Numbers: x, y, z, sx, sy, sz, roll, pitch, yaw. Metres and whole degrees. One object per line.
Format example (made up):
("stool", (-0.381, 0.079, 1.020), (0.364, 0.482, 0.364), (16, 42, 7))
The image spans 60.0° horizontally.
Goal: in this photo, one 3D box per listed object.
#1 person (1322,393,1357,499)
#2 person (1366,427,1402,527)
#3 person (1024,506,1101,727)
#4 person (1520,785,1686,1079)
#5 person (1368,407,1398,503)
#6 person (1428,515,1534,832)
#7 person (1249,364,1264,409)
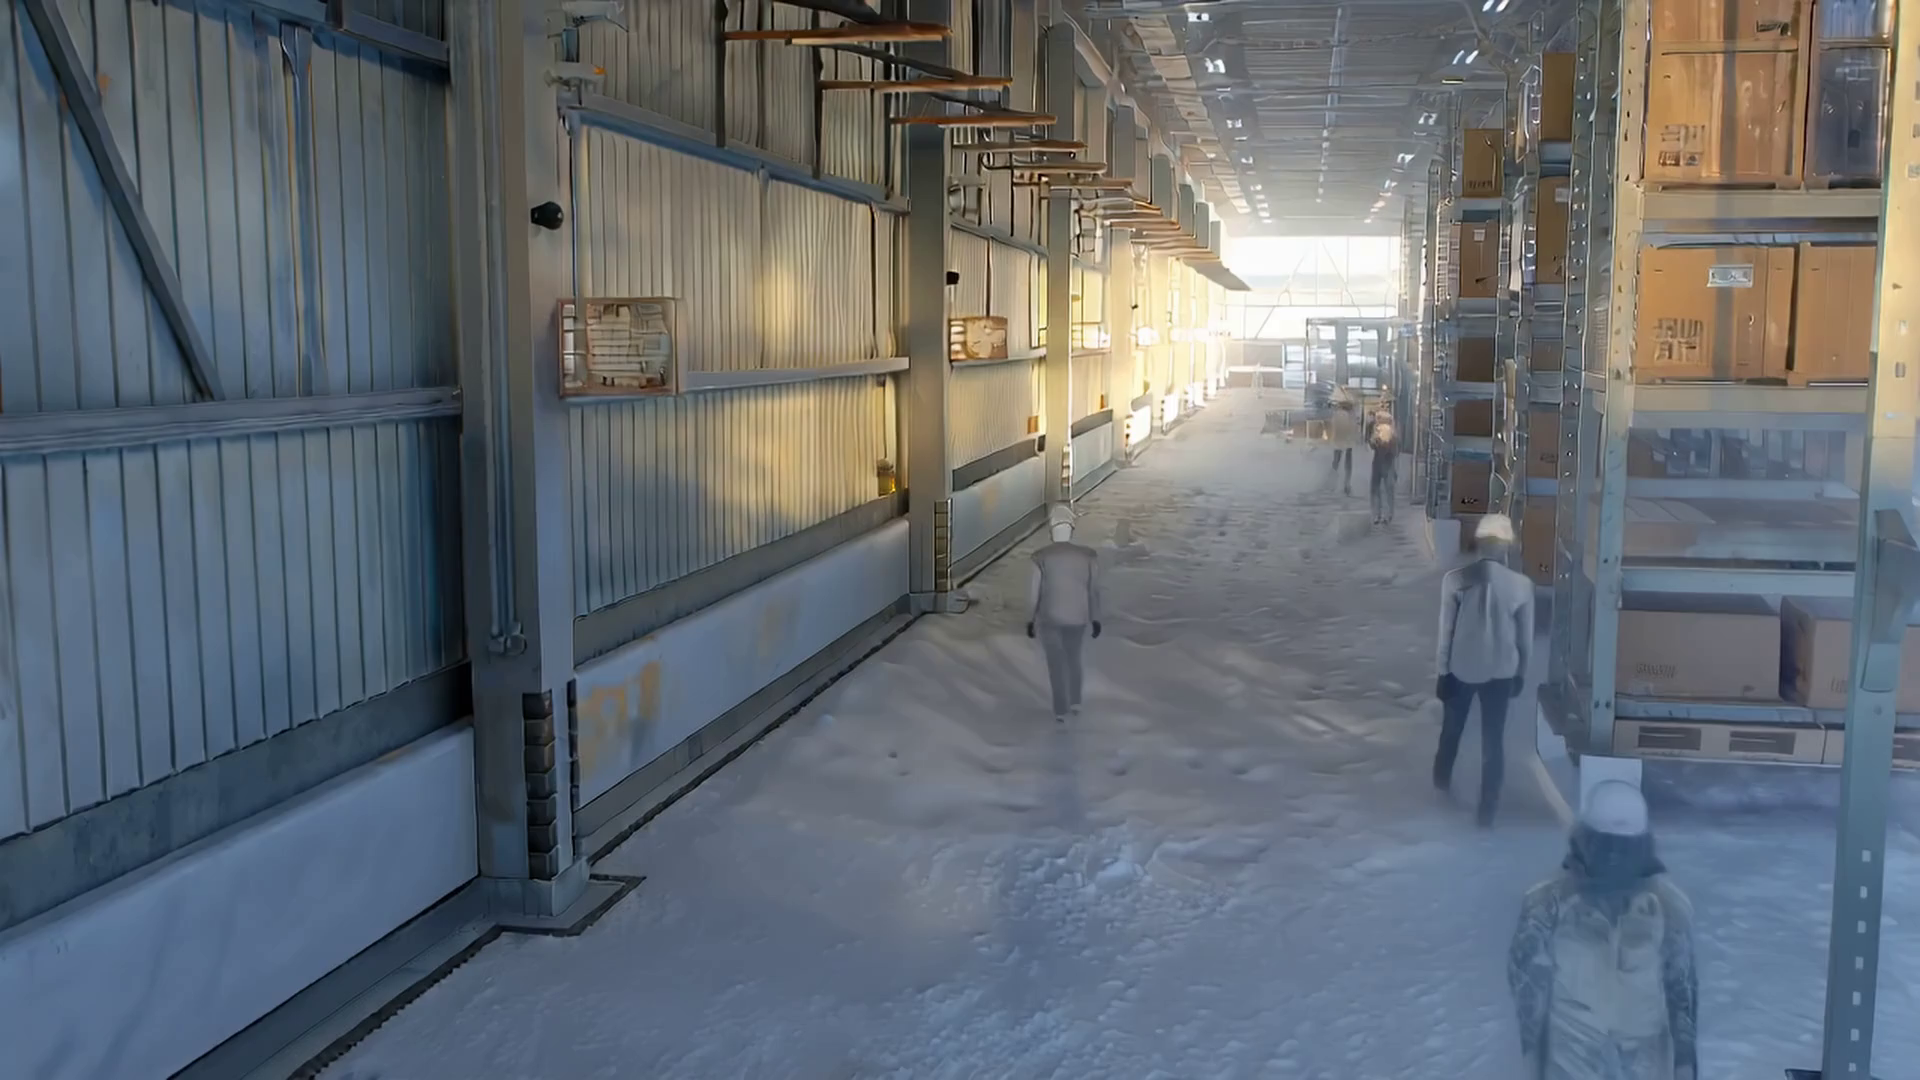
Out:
("person", (7.114, -1.758, 31.050), (0.627, 1.978, 0.743), (-3, 8, -21))
("person", (6.773, -1.010, 26.571), (0.558, 1.592, 0.857), (2, 7, 15))
("person", (0.800, 0.601, 13.088), (0.600, 1.733, 0.389), (-1, 7, -8))
("person", (2.039, 1.590, 5.317), (0.491, 1.700, 0.903), (1, 7, 9))
("person", (7.657, -1.537, 30.125), (0.542, 1.750, 0.538), (1, 7, 12))
("person", (3.314, 0.811, 10.616), (0.642, 1.938, 1.010), (0, 7, 1))
("person", (11.958, -6.169, 67.021), (0.588, 1.805, 0.674), (0, 7, 1))
